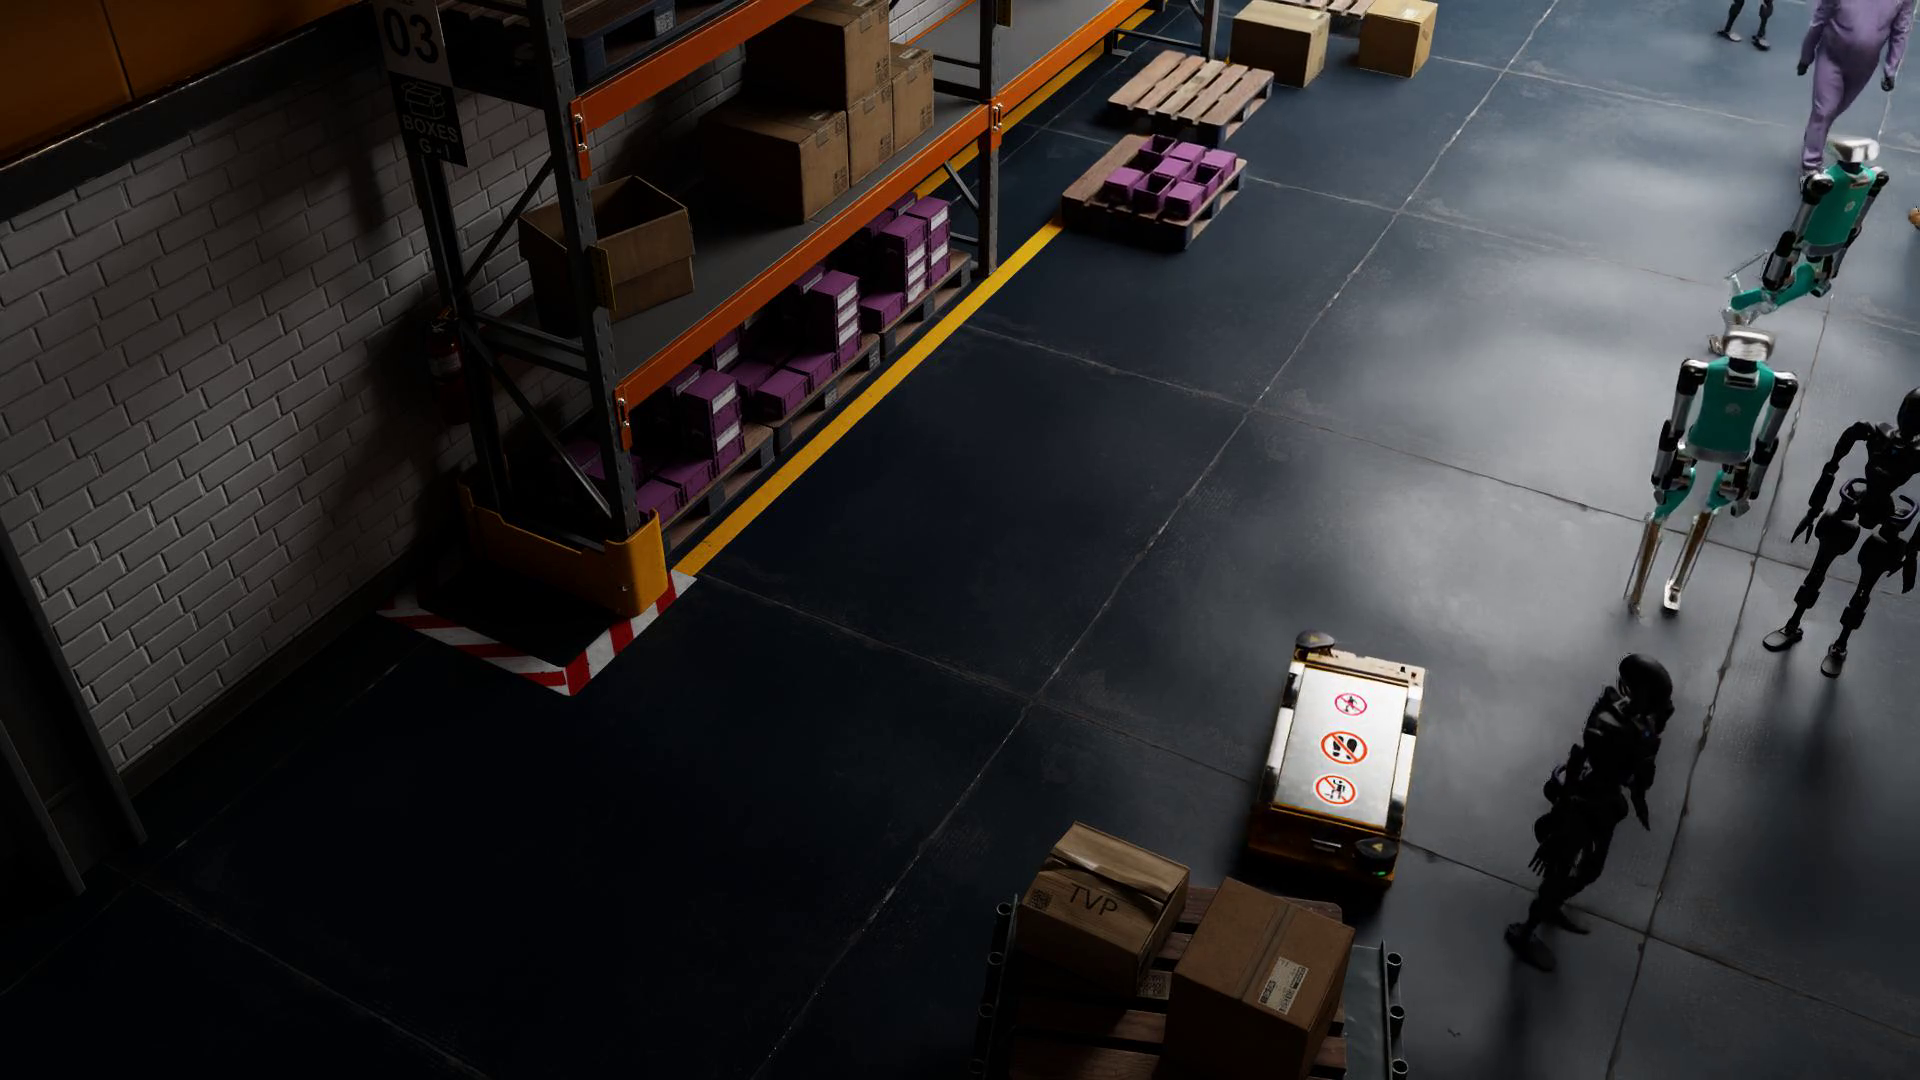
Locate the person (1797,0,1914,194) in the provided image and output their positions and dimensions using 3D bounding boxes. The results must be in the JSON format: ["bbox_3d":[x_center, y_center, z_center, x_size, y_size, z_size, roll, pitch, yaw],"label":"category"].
[{"bbox_3d":[6.663,-3.626,12.488,0.639,1.856,1.011,5,39,7],"label":"person"}]

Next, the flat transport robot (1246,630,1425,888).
[{"bbox_3d":[1.825,1.010,7.957,0.659,0.231,1.431,11,40,14],"label":"flat transport robot"}]

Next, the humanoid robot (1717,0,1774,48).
[{"bbox_3d":[7.038,-5.141,14.519,0.600,1.645,0.505,-11,40,-13],"label":"humanoid robot"}]

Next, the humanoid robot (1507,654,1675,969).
[{"bbox_3d":[2.556,1.085,6.736,0.593,1.652,0.342,-22,43,-25],"label":"humanoid robot"}]

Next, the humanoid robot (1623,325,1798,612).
[{"bbox_3d":[3.809,-0.392,8.531,0.543,1.793,0.678,12,40,14],"label":"humanoid robot"}]

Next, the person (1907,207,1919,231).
[{"bbox_3d":[7.251,-3.033,11.724,0.607,1.886,0.350,11,40,13],"label":"person"}]

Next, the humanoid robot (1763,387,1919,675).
[{"bbox_3d":[4.435,-0.047,8.138,0.315,1.659,0.599,-31,48,-33],"label":"humanoid robot"}]

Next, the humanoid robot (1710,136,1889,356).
[{"bbox_3d":[5.018,-1.700,10.246,0.549,1.880,0.812,-12,40,-14],"label":"humanoid robot"}]
